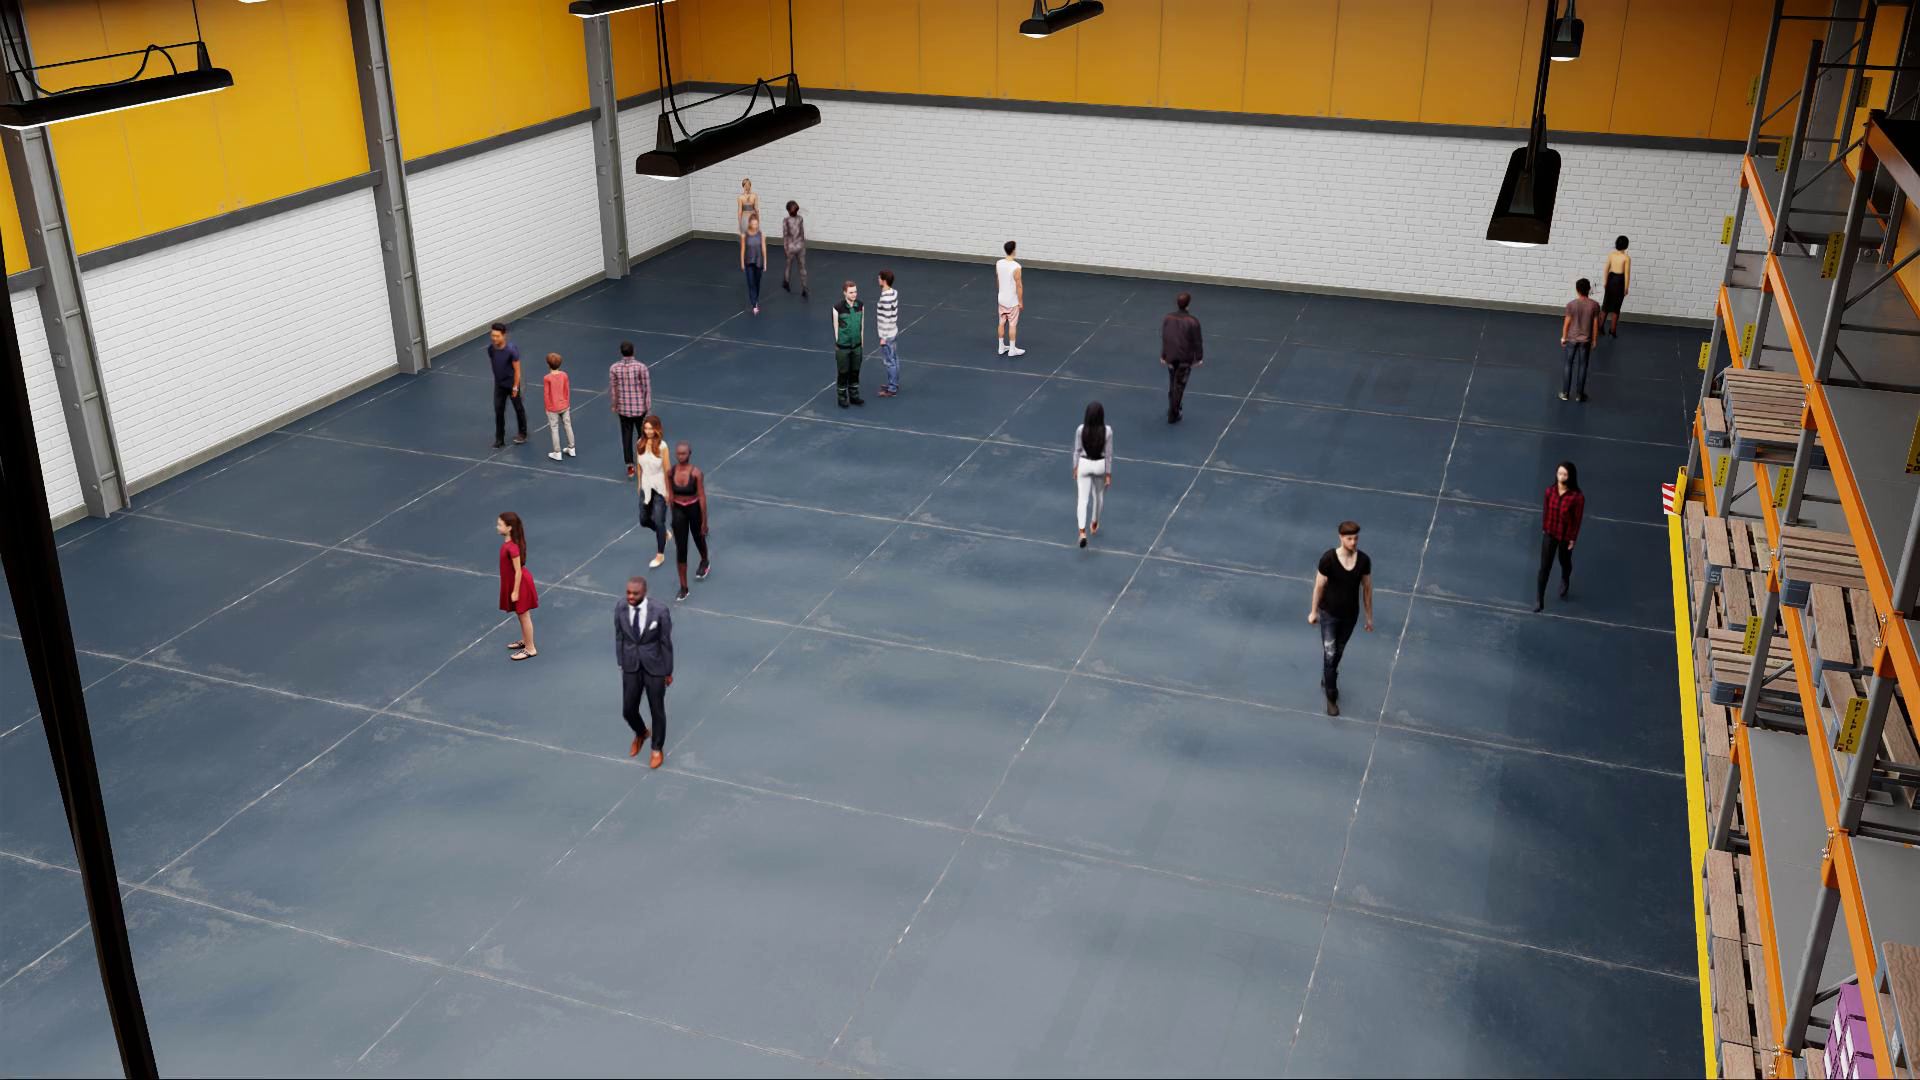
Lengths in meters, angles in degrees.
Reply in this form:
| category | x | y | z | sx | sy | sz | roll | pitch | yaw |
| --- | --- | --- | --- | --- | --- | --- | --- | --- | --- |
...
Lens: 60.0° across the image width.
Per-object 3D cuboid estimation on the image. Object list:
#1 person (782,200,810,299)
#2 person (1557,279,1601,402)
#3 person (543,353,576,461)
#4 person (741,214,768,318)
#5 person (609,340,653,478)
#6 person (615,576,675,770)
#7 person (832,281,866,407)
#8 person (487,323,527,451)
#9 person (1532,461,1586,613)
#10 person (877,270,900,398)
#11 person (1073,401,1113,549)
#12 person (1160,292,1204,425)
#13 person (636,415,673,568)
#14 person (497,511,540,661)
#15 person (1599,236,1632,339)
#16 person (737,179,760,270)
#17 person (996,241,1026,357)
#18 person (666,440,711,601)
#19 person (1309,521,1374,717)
| category | x | y | z | sx | sy | sz | roll | pitch | yaw |
| --- | --- | --- | --- | --- | --- | --- | --- | --- | --- |
| person | -2.827 | -5.020 | 28.939 | 1.100 | 1.666 | 1.170 | -10 | 26 | -22 |
| person | 8.923 | -2.872 | 23.881 | 0.700 | 1.781 | 0.569 | 8 | 25 | 17 |
| person | -5.266 | -1.758 | 21.792 | 0.532 | 1.414 | 0.637 | -20 | 31 | -38 |
| person | -3.474 | -4.643 | 28.059 | 1.025 | 1.678 | 1.189 | -6 | 24 | -14 |
| person | -4.180 | -1.644 | 21.143 | 0.951 | 1.725 | 1.211 | 0 | 24 | 1 |
| person | -2.765 | 1.111 | 14.730 | 0.760 | 1.813 | 0.723 | 2 | 24 | 5 |
| person | -1.579 | -2.798 | 23.643 | 0.703 | 1.836 | 0.781 | -13 | 27 | -28 |
| person | -5.987 | -2.092 | 22.145 | 0.699 | 1.741 | 0.929 | 7 | 25 | 15 |
| person | 6.410 | -0.063 | 17.665 | 0.814 | 1.614 | 1.145 | 17 | 29 | 34 |
| person | -1.030 | -3.010 | 24.104 | 0.749 | 1.854 | 0.534 | 4 | 24 | 8 |
| person | 1.507 | -0.736 | 19.103 | 0.792 | 1.693 | 1.206 | 2 | 24 | 5 |
| person | 2.985 | -2.484 | 22.947 | 0.839 | 1.818 | 0.922 | 15 | 28 | 31 |
| person | -3.373 | -0.586 | 18.659 | 0.636 | 1.774 | 0.739 | 11 | 26 | 24 |
| person | -4.422 | 0.427 | 16.617 | 0.741 | 1.553 | 0.681 | -8 | 25 | -18 |
| person | 10.566 | -4.088 | 26.819 | 0.697 | 1.655 | 0.670 | -17 | 29 | -34 |
| person | -3.902 | -5.837 | 30.761 | 0.658 | 1.703 | 0.715 | -10 | 25 | -21 |
| person | 0.759 | -3.764 | 25.913 | 0.723 | 1.787 | 0.704 | 21 | 31 | 39 |
| person | -2.911 | -0.282 | 18.045 | 0.813 | 1.710 | 1.241 | 4 | 24 | 8 |
| person | 3.553 | 0.654 | 15.712 | 0.999 | 1.863 | 1.184 | -2 | 24 | -5 |
